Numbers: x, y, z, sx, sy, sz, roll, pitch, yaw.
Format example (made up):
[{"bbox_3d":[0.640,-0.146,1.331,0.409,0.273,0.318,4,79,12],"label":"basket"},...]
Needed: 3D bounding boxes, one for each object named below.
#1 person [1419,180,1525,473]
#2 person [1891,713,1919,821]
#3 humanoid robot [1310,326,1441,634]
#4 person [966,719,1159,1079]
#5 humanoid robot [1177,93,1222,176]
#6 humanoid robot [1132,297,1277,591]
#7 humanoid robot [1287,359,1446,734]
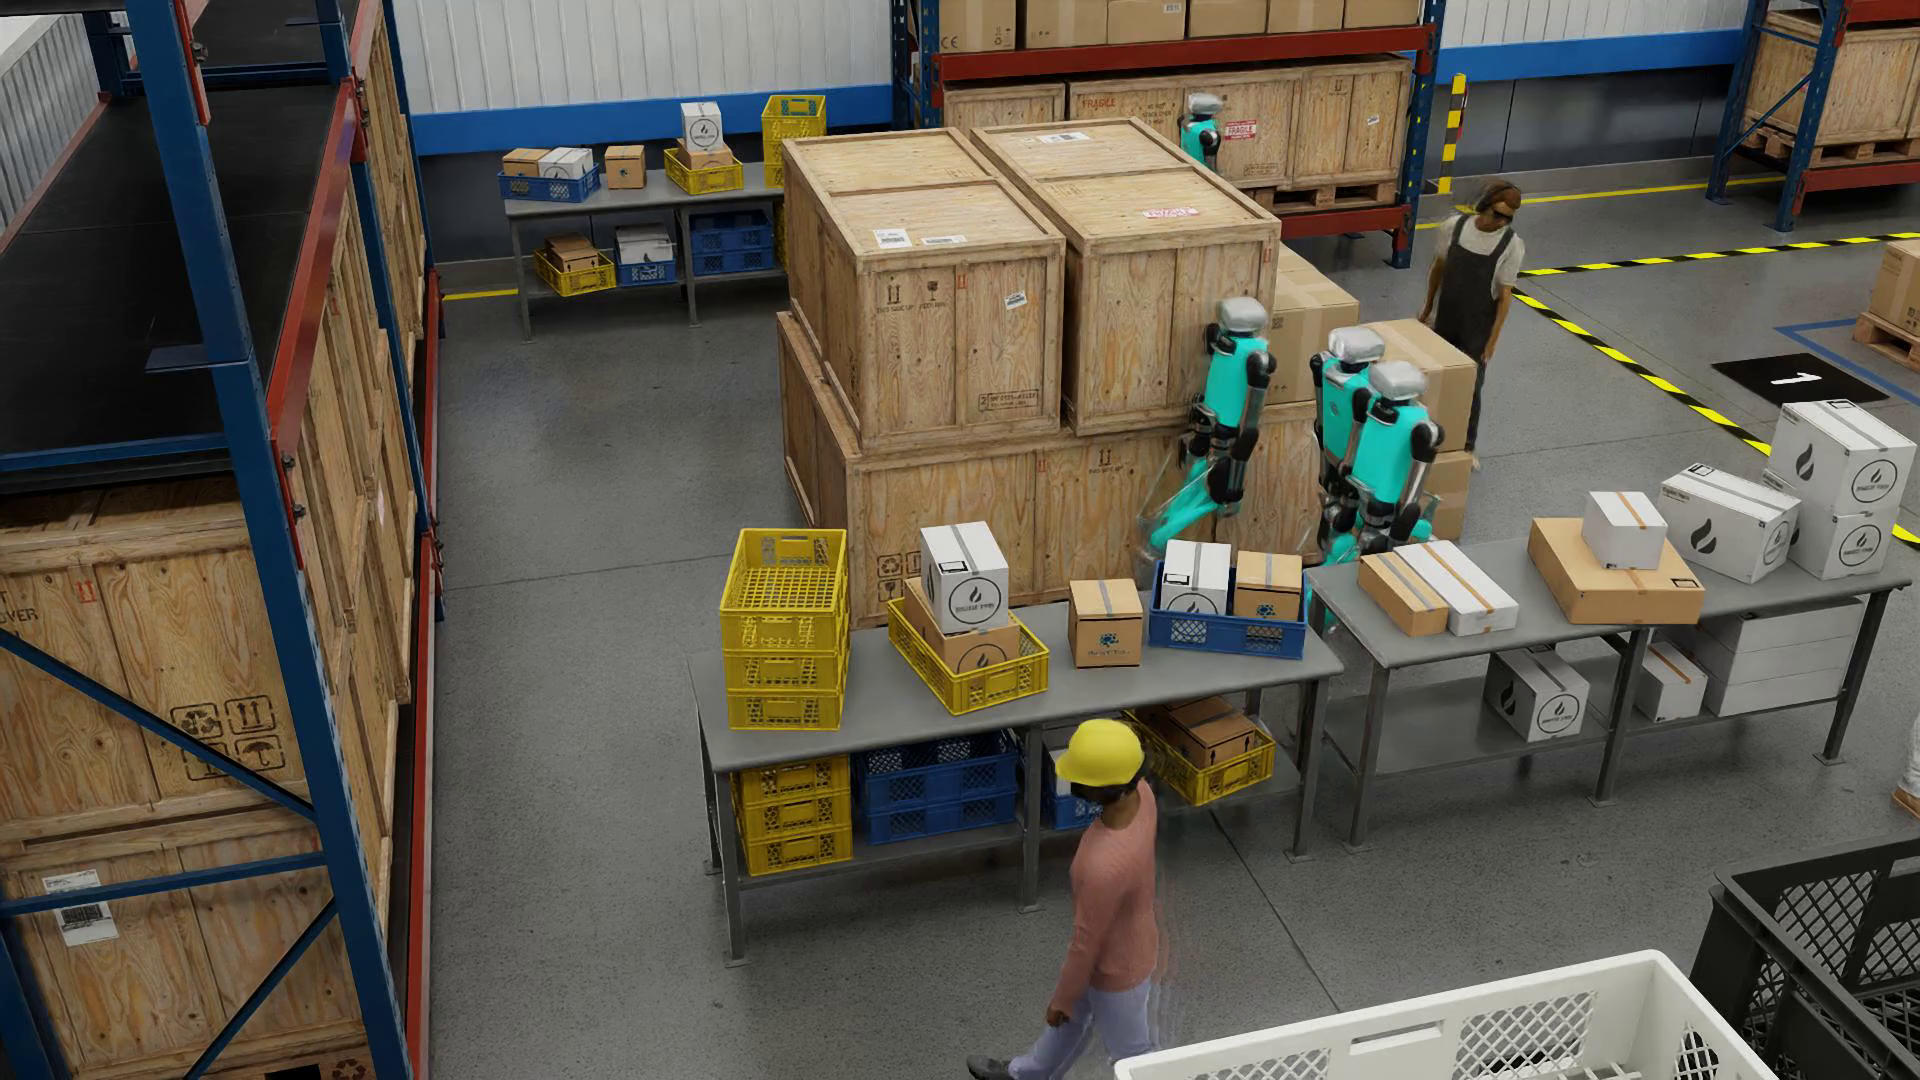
[{"bbox_3d":[2.942,-1.296,9.889,0.684,1.809,0.343,26,38,38],"label":"person"},{"bbox_3d":[4.301,0.350,6.867,0.628,1.835,0.429,-16,33,-27],"label":"person"},{"bbox_3d":[2.054,-0.233,8.027,0.836,1.757,0.545,-13,31,-22],"label":"humanoid robot"},{"bbox_3d":[0.374,1.288,5.265,0.802,1.730,0.547,7,30,13],"label":"person"},{"bbox_3d":[1.830,-2.252,11.693,0.897,1.769,0.541,-7,30,-13],"label":"humanoid robot"},{"bbox_3d":[1.076,-0.311,8.177,0.974,1.743,0.529,-10,30,-17],"label":"humanoid robot"},{"bbox_3d":[1.646,0.092,7.461,0.831,1.788,0.540,-13,31,-22],"label":"humanoid robot"}]
